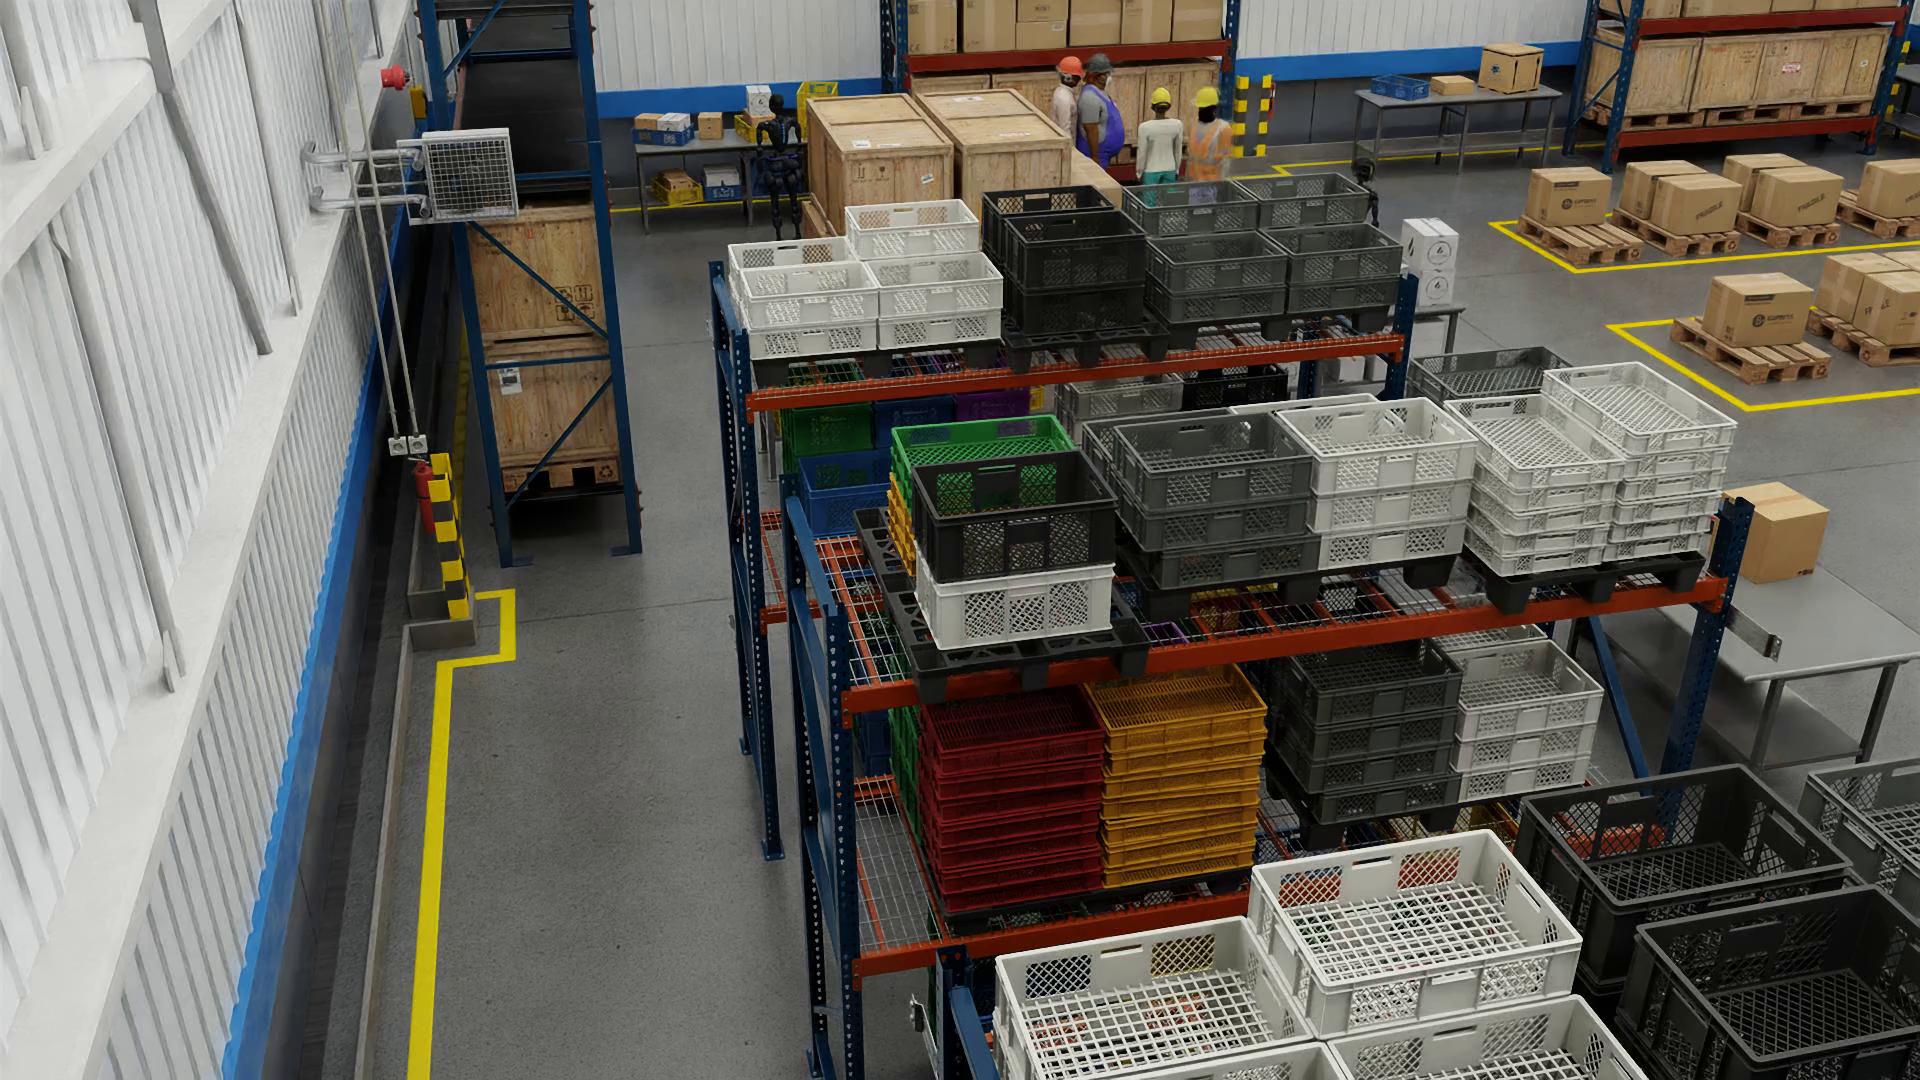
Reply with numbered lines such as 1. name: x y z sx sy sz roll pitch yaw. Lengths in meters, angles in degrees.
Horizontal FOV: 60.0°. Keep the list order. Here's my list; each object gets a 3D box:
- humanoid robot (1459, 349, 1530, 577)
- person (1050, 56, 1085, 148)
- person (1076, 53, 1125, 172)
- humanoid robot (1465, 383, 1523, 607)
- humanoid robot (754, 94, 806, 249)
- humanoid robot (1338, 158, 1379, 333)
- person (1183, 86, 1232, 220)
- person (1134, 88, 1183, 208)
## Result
1. humanoid robot: 3.865 -0.528 11.591 0.782 1.632 0.582 -12 30 -22
2. person: 1.175 -4.348 18.448 0.377 1.993 0.609 -1 28 -1
3. person: 1.543 -4.339 18.380 0.538 2.000 0.682 2 28 5
4. humanoid robot: 3.684 -0.280 11.083 0.454 1.637 0.622 7 29 13
5. humanoid robot: -1.964 -4.033 18.172 0.599 1.657 0.315 -15 31 -26
6. humanoid robot: 3.755 -2.834 15.902 0.318 1.652 0.603 -15 31 -26
7. person: 2.621 -3.851 17.603 0.715 1.906 0.595 -23 36 -37
8. person: 2.145 -4.002 18.032 0.523 1.769 0.314 -7 29 -13
